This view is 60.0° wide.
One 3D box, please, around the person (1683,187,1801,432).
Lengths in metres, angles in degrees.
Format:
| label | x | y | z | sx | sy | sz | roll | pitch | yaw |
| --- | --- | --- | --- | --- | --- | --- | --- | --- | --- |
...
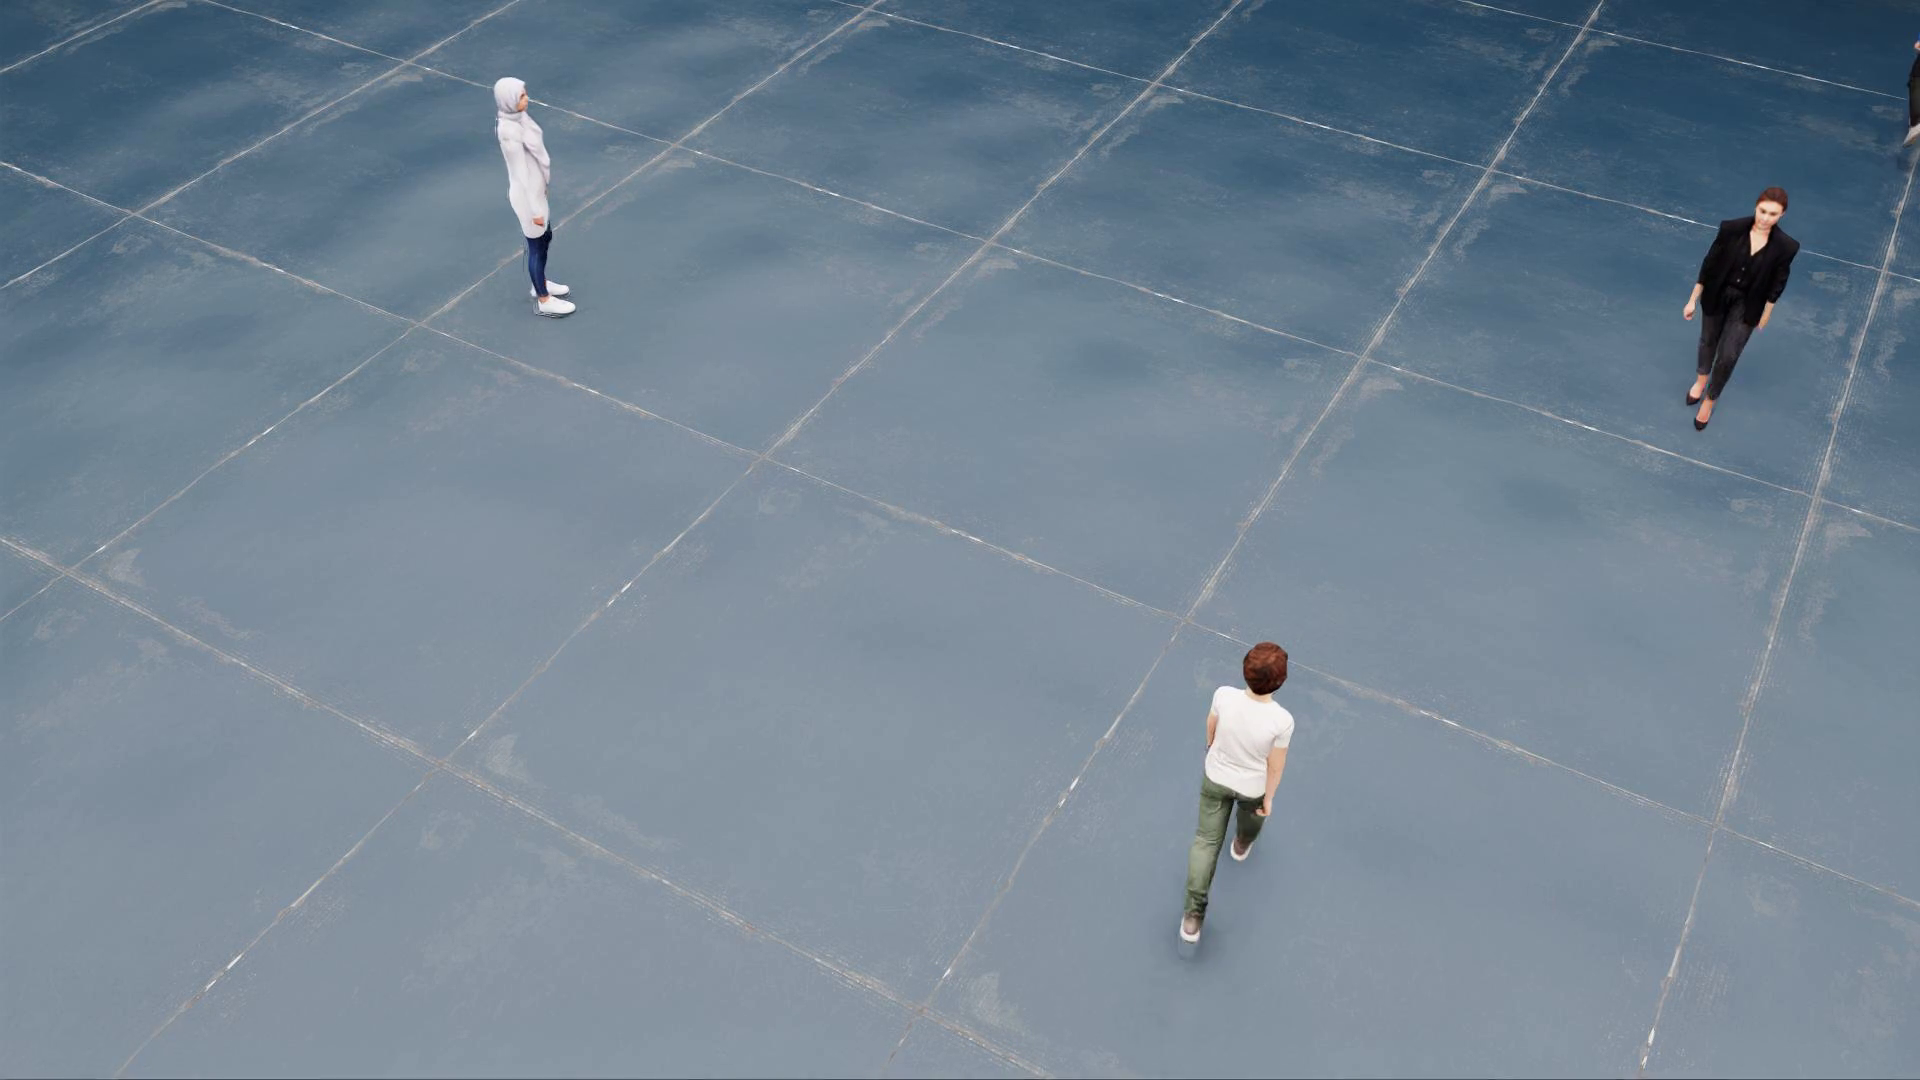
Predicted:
| label | x | y | z | sx | sy | sz | roll | pitch | yaw |
| --- | --- | --- | --- | --- | --- | --- | --- | --- | --- |
| person | 4.981 | -1.569 | 10.693 | 0.686 | 1.697 | 0.768 | 27 | 49 | 27 |

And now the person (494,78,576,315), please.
| label | x | y | z | sx | sy | sz | roll | pitch | yaw |
| --- | --- | --- | --- | --- | --- | --- | --- | --- | --- |
| person | -3.007 | -2.376 | 11.520 | 0.771 | 1.778 | 0.678 | -2 | 42 | -3 |

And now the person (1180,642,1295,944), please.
| label | x | y | z | sx | sy | sz | roll | pitch | yaw |
| --- | --- | --- | --- | --- | --- | --- | --- | --- | --- |
| person | 1.253 | 1.187 | 7.721 | 0.679 | 1.612 | 1.177 | 15 | 44 | 16 |
